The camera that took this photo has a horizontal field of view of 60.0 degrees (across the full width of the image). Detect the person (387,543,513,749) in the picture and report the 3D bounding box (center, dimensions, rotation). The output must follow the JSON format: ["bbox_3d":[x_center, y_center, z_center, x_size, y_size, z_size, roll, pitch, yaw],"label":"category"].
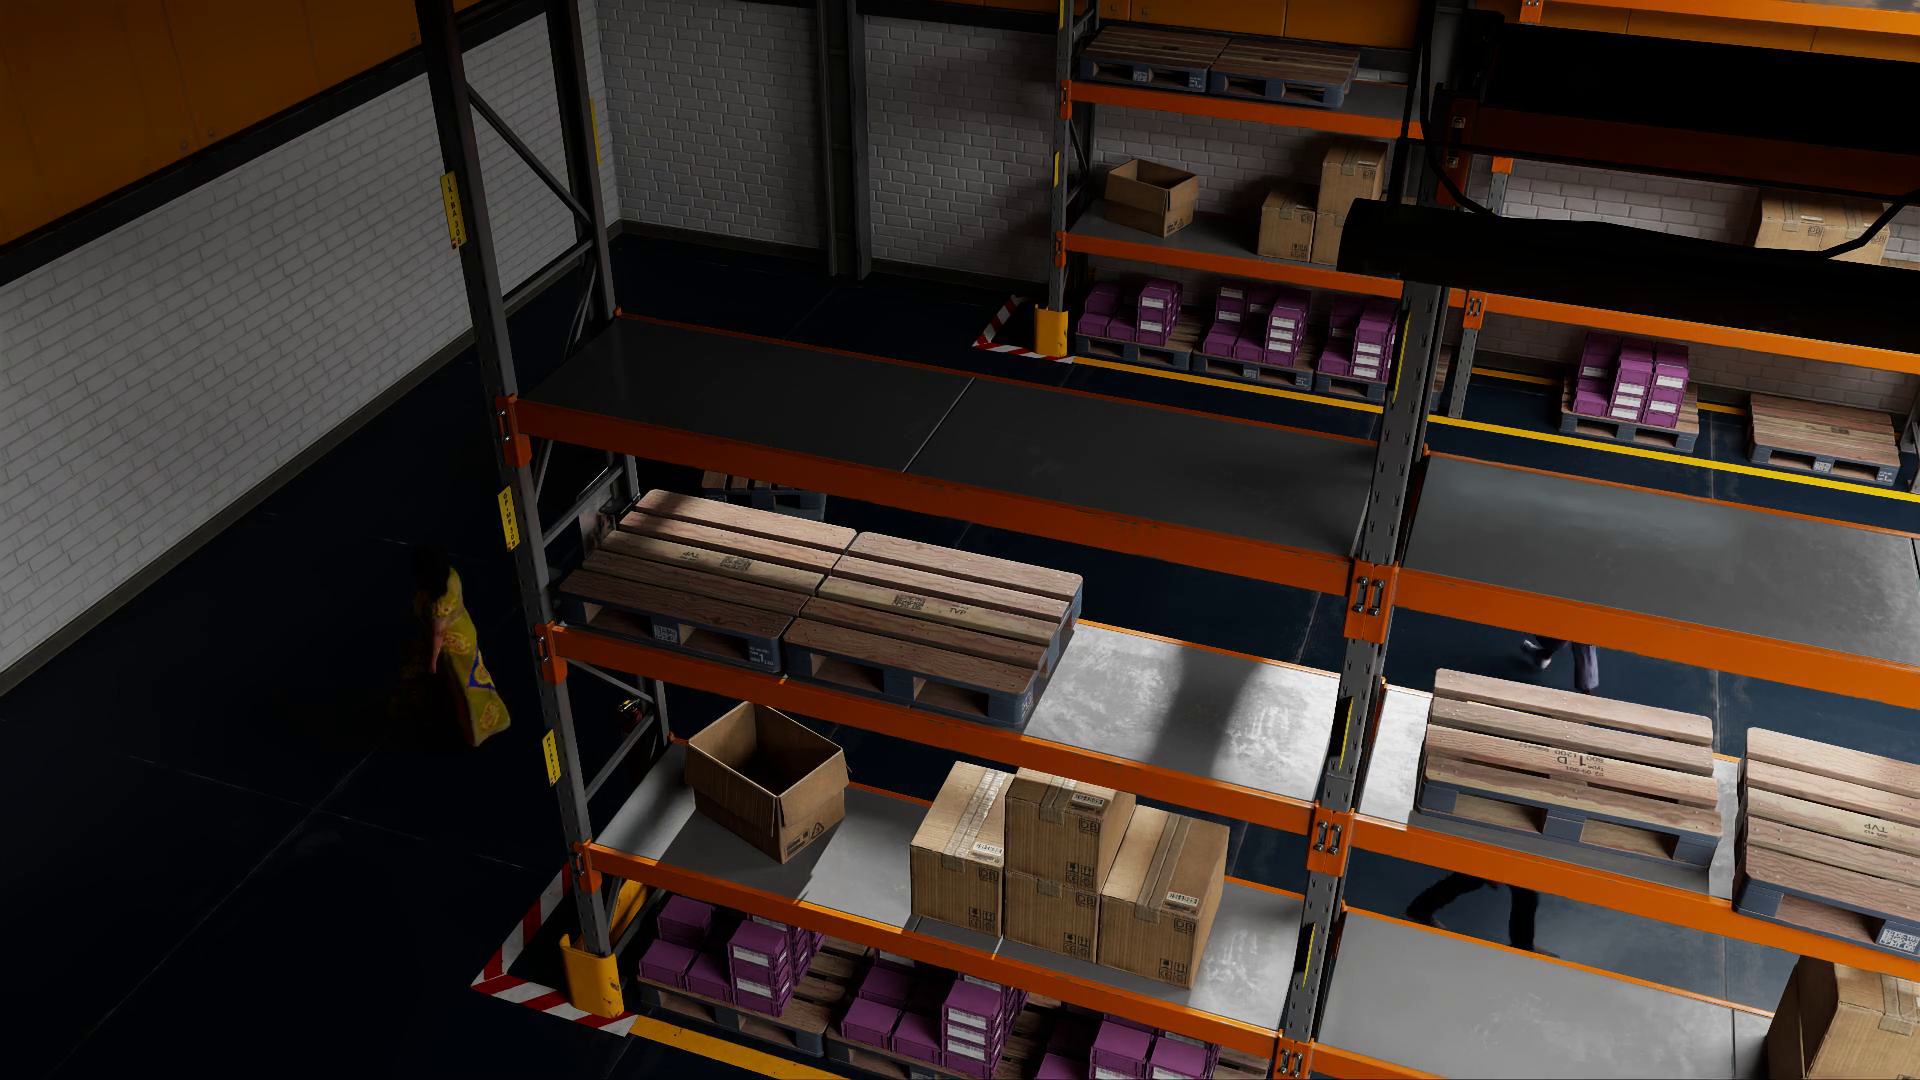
[{"bbox_3d":[-3.443,0.711,11.528,1.213,1.638,1.060,-7,34,-10],"label":"person"}]
